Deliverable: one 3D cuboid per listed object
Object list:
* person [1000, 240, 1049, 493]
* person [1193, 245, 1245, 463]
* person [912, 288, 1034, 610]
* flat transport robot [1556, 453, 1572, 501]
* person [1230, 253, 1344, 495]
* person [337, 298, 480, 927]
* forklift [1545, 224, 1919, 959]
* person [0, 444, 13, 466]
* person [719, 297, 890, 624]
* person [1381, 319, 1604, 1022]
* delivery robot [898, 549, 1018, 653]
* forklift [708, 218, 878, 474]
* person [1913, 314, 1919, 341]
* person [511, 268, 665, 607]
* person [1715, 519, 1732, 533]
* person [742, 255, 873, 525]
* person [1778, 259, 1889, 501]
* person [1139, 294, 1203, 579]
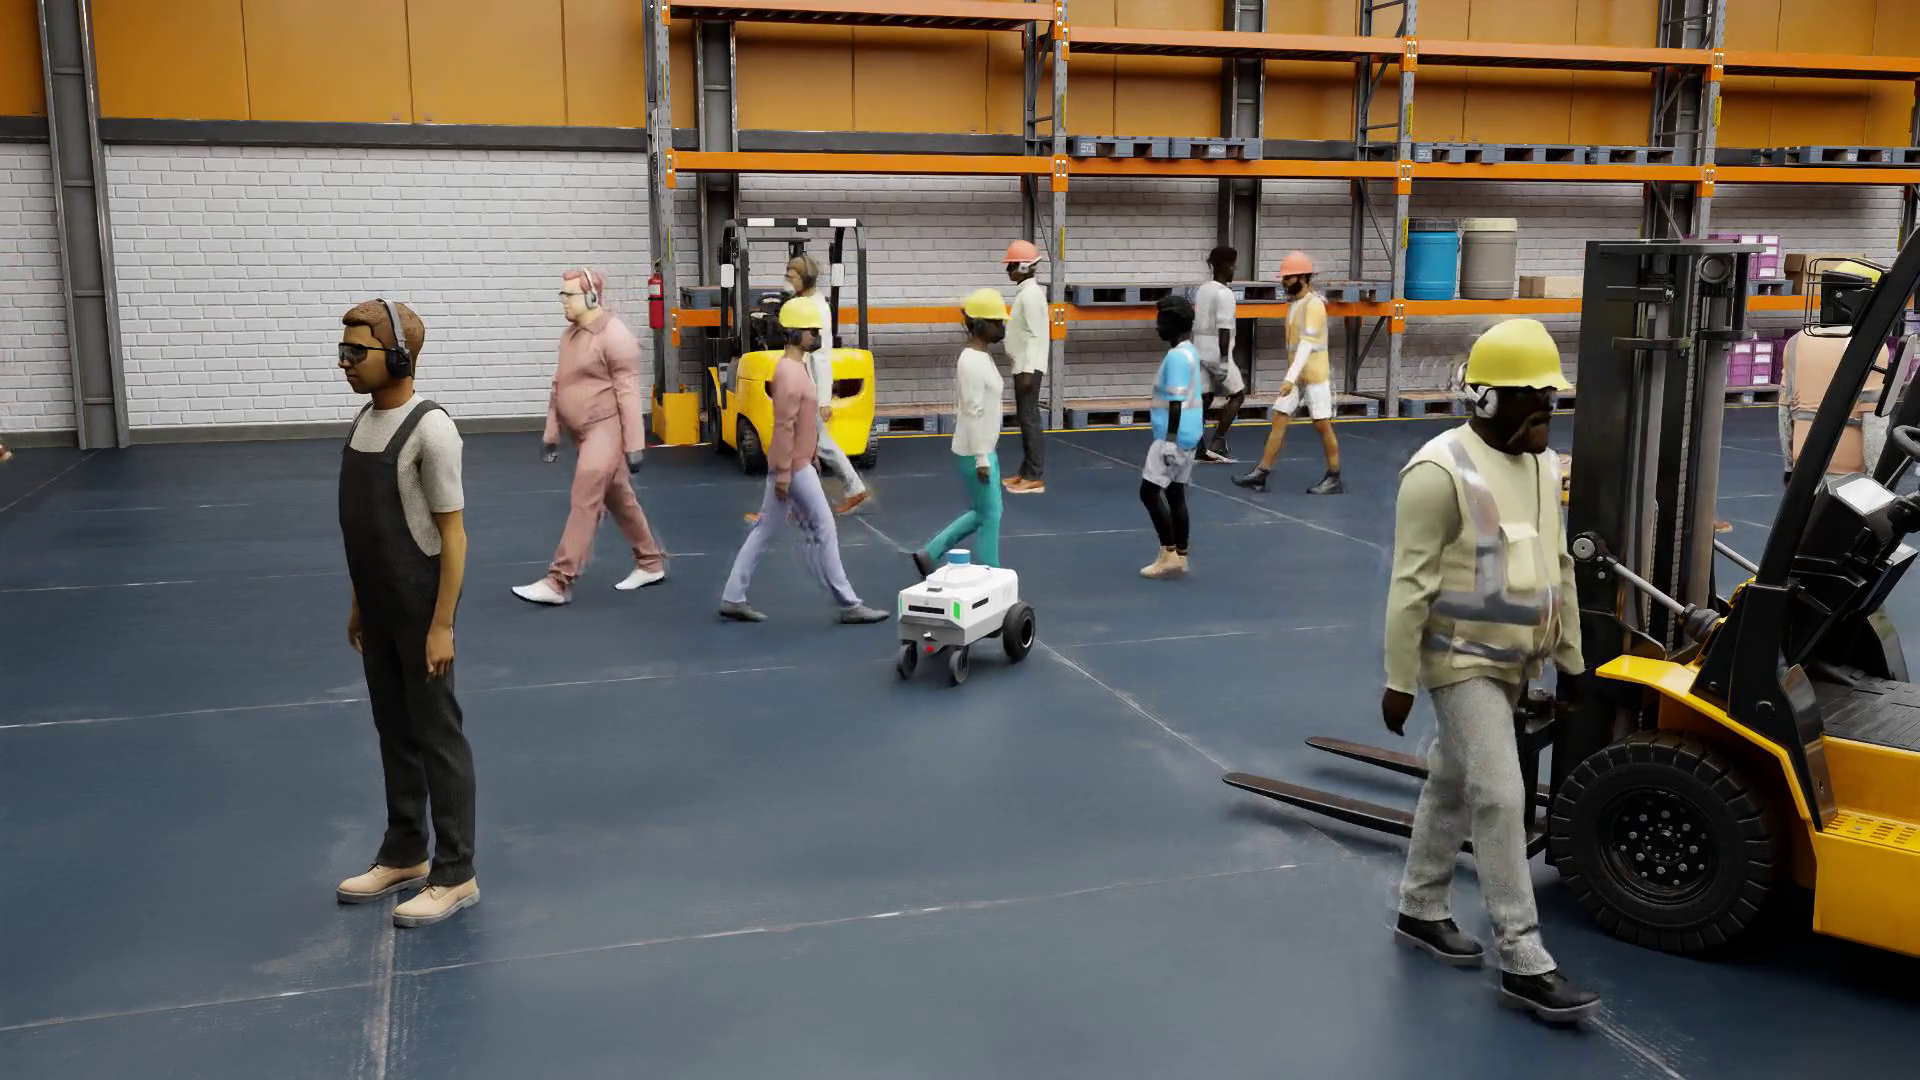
[{"bbox_3d":[0.509,-1.372,13.219,0.395,1.992,0.622,0,10,-2],"label":"person"},{"bbox_3d":[2.300,-1.634,14.810,0.520,1.940,0.627,-5,11,-23],"label":"person"},{"bbox_3d":[0.074,-0.481,9.010,0.639,1.752,0.544,2,10,9],"label":"person"},{"bbox_3d":[4.769,-0.514,13.246,0.652,0.197,1.431,8,13,39],"label":"flat transport robot"},{"bbox_3d":[2.597,-1.279,12.995,0.965,1.890,0.561,-2,11,-13],"label":"person"},{"bbox_3d":[-1.654,0.215,4.928,0.504,1.847,0.345,9,13,39],"label":"person"},{"bbox_3d":[2.909,0.117,4.508,2.313,2.155,1.214,9,14,40],"label":"forklift"},{"bbox_3d":[-8.238,-1.424,13.615,0.480,1.952,0.692,-3,11,-17],"label":"person"},{"bbox_3d":[-0.859,-0.401,8.650,0.902,1.718,0.538,-1,10,-6],"label":"person"},{"bbox_3d":[1.490,0.333,4.386,0.627,1.800,0.807,-9,14,-40],"label":"person"},{"bbox_3d":[-0.004,0.287,7.817,0.477,0.478,0.707,5,11,25],"label":"delivery robot"},{"bbox_3d":[-1.522,-1.778,14.899,1.214,2.155,2.313,-3,11,-17],"label":"forklift"},{"bbox_3d":[11.401,-2.431,19.269,0.462,1.910,0.640,-6,12,-32],"label":"person"},{"bbox_3d":[-2.076,-0.580,9.278,1.018,1.850,0.667,-8,13,-37],"label":"person"},{"bbox_3d":[4.844,-1.040,11.505,0.969,1.963,0.621,7,12,33],"label":"person"},{"bbox_3d":[-1.064,-1.063,11.796,0.958,1.906,0.639,-3,11,-14],"label":"person"},{"bbox_3d":[4.188,-0.375,7.968,0.381,1.917,0.585,-3,11,-18],"label":"person"},{"bbox_3d":[1.226,-0.599,9.817,0.408,1.682,0.561,2,11,13],"label":"person"}]
